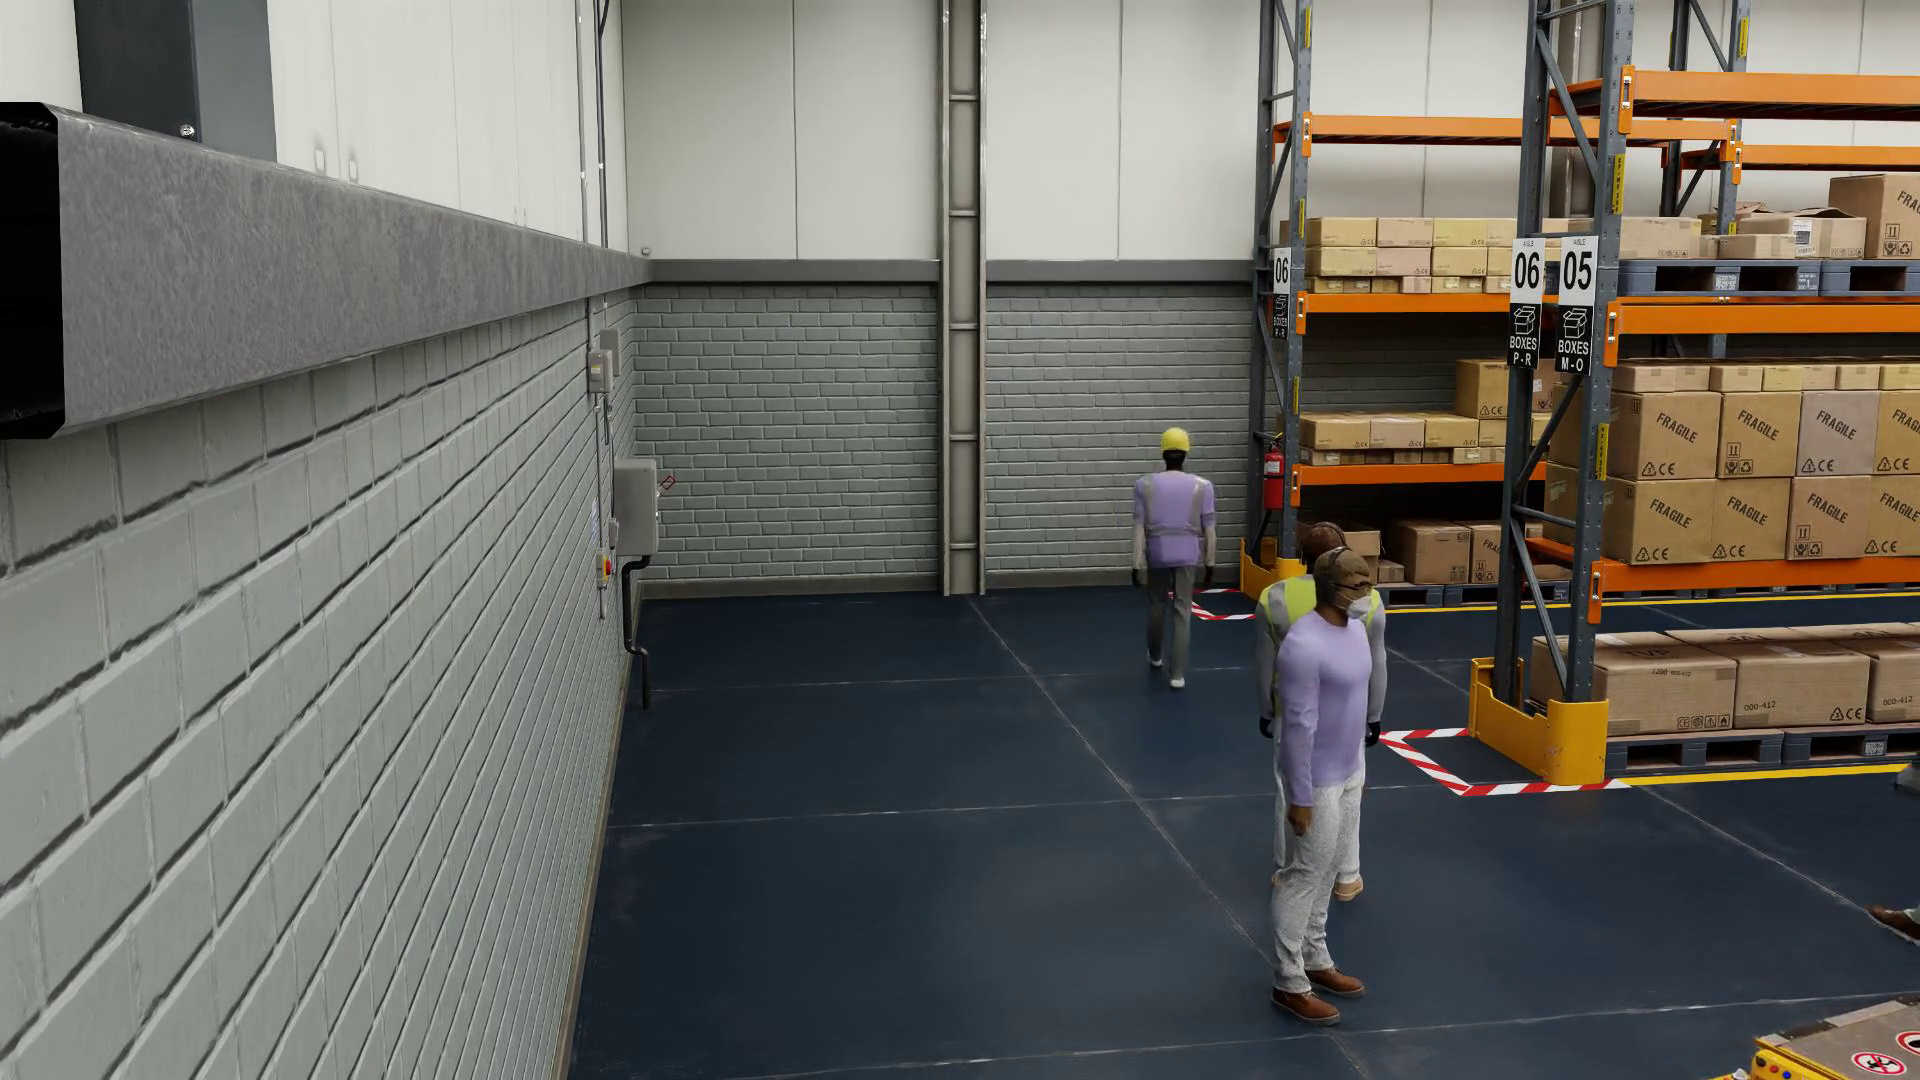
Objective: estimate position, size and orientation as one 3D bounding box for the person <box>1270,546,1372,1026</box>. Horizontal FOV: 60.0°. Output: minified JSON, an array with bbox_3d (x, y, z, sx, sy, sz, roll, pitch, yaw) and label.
[{"bbox_3d":[1.483,0.977,6.790,0.354,1.936,0.635,6,11,33],"label":"person"}]

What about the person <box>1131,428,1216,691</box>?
[{"bbox_3d":[1.576,0.113,12.300,0.618,1.875,0.975,1,9,7],"label":"person"}]

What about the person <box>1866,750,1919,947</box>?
[{"bbox_3d":[4.370,0.993,7.082,0.494,1.814,0.945,-6,11,-33],"label":"person"}]

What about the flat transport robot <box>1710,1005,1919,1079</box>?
[{"bbox_3d":[3.455,1.935,6.005,1.431,0.197,0.652,-4,10,-25],"label":"flat transport robot"}]

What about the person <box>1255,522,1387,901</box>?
[{"bbox_3d":[1.731,0.826,8.019,0.626,1.844,0.429,2,10,14],"label":"person"}]
